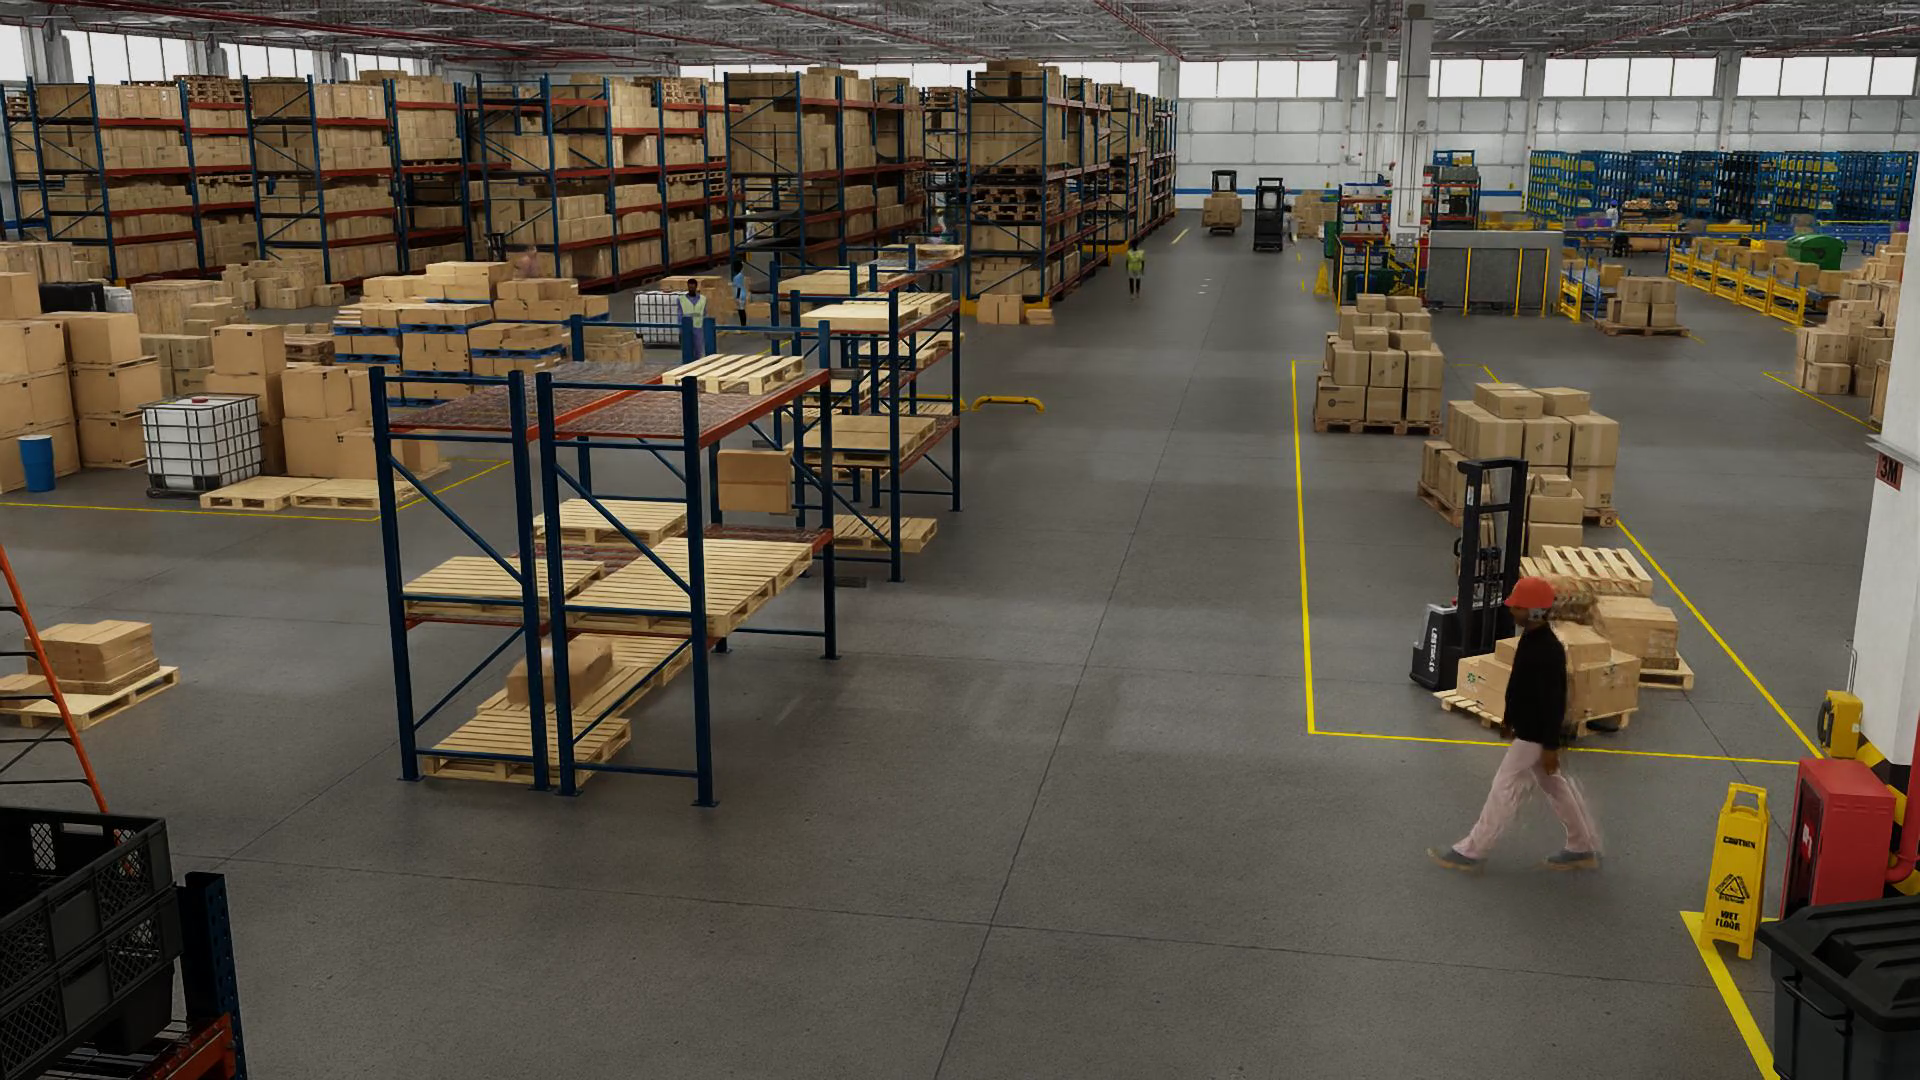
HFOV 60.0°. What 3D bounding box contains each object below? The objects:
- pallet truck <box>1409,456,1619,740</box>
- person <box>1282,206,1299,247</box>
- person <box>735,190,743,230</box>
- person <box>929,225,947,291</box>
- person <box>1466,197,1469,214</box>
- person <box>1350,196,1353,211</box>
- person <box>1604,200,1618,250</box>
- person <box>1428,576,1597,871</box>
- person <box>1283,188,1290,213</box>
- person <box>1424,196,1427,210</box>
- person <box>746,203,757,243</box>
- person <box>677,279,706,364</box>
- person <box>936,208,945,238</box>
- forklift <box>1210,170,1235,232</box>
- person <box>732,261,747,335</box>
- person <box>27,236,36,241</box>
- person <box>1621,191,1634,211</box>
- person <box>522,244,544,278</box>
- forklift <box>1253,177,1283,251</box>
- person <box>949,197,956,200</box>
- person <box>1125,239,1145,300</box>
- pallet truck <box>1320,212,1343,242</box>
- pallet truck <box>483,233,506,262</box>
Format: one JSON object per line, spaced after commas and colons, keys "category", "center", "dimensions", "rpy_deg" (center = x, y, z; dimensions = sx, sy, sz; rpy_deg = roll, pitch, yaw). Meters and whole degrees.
{"category": "pallet truck", "center": [4.504, 0.400, 13.395], "dimensions": [0.823, 1.965, 1.885], "rpy_deg": [-6, 15, -23]}
{"category": "person", "center": [13.267, -12.638, 67.036], "dimensions": [0.881, 1.645, 0.546], "rpy_deg": [2, 14, 7]}
{"category": "person", "center": [-10.153, -15.169, 76.510], "dimensions": [0.605, 2.045, 0.378], "rpy_deg": [8, 16, 28]}
{"category": "person", "center": [-0.663, -8.219, 48.557], "dimensions": [0.569, 1.921, 0.685], "rpy_deg": [3, 14, 13]}
{"category": "person", "center": [22.104, -14.204, 73.052], "dimensions": [0.590, 1.821, 0.404], "rpy_deg": [5, 15, 21]}
{"category": "person", "center": [20.557, -17.748, 87.631], "dimensions": [0.359, 1.736, 0.485], "rpy_deg": [11, 17, 37]}
{"category": "person", "center": [25.524, -12.316, 65.124], "dimensions": [0.389, 1.949, 0.603], "rpy_deg": [-6, 15, -24]}
{"category": "person", "center": [3.572, 1.163, 10.426], "dimensions": [1.052, 1.939, 0.654], "rpy_deg": [3, 14, 10]}
{"category": "person", "center": [16.594, -17.121, 85.096], "dimensions": [0.584, 1.714, 0.811], "rpy_deg": [-11, 18, -38]}
{"category": "person", "center": [22.824, -16.538, 82.387], "dimensions": [0.664, 1.890, 0.519], "rpy_deg": [-7, 16, -27]}
{"category": "person", "center": [-8.179, -12.193, 64.854], "dimensions": [0.390, 1.838, 0.563], "rpy_deg": [9, 17, 33]}
{"category": "person", "center": [-5.022, -3.948, 31.224], "dimensions": [0.587, 1.914, 0.391], "rpy_deg": [-8, 16, -29]}
{"category": "person", "center": [-0.719, -11.633, 62.796], "dimensions": [0.461, 1.736, 0.534], "rpy_deg": [2, 14, 10]}
{"category": "forklift", "center": [12.212, -15.703, 76.957], "dimensions": [1.129, 2.768, 1.873], "rpy_deg": [3, 14, 10]}
{"category": "person", "center": [-5.072, -5.575, 38.274], "dimensions": [0.322, 1.697, 0.533], "rpy_deg": [0, 14, 2]}
{"category": "person", "center": [-24.176, -6.983, 43.523], "dimensions": [0.445, 1.922, 0.656], "rpy_deg": [4, 14, 17]}
{"category": "person", "center": [33.663, -16.872, 83.955], "dimensions": [0.606, 1.795, 0.783], "rpy_deg": [0, 14, 2]}
{"category": "person", "center": [-10.596, -6.441, 41.468], "dimensions": [0.999, 1.855, 0.640], "rpy_deg": [1, 14, 5]}
{"category": "forklift", "center": [12.083, -12.747, 64.956], "dimensions": [1.129, 2.768, 1.873], "rpy_deg": [3, 14, 10]}
{"category": "person", "center": [-0.330, -19.025, 92.677], "dimensions": [0.927, 1.799, 0.648], "rpy_deg": [13, 19, 42]}
{"category": "person", "center": [4.836, -7.508, 46.132], "dimensions": [0.556, 1.684, 0.368], "rpy_deg": [3, 14, 11]}
{"category": "pallet truck", "center": [15.874, -13.227, 70.310], "dimensions": [0.680, 1.201, 1.601], "rpy_deg": [10, 17, 35]}
{"category": "pallet truck", "center": [-11.832, -7.026, 43.548], "dimensions": [1.885, 1.965, 0.823], "rpy_deg": [8, 16, 28]}
